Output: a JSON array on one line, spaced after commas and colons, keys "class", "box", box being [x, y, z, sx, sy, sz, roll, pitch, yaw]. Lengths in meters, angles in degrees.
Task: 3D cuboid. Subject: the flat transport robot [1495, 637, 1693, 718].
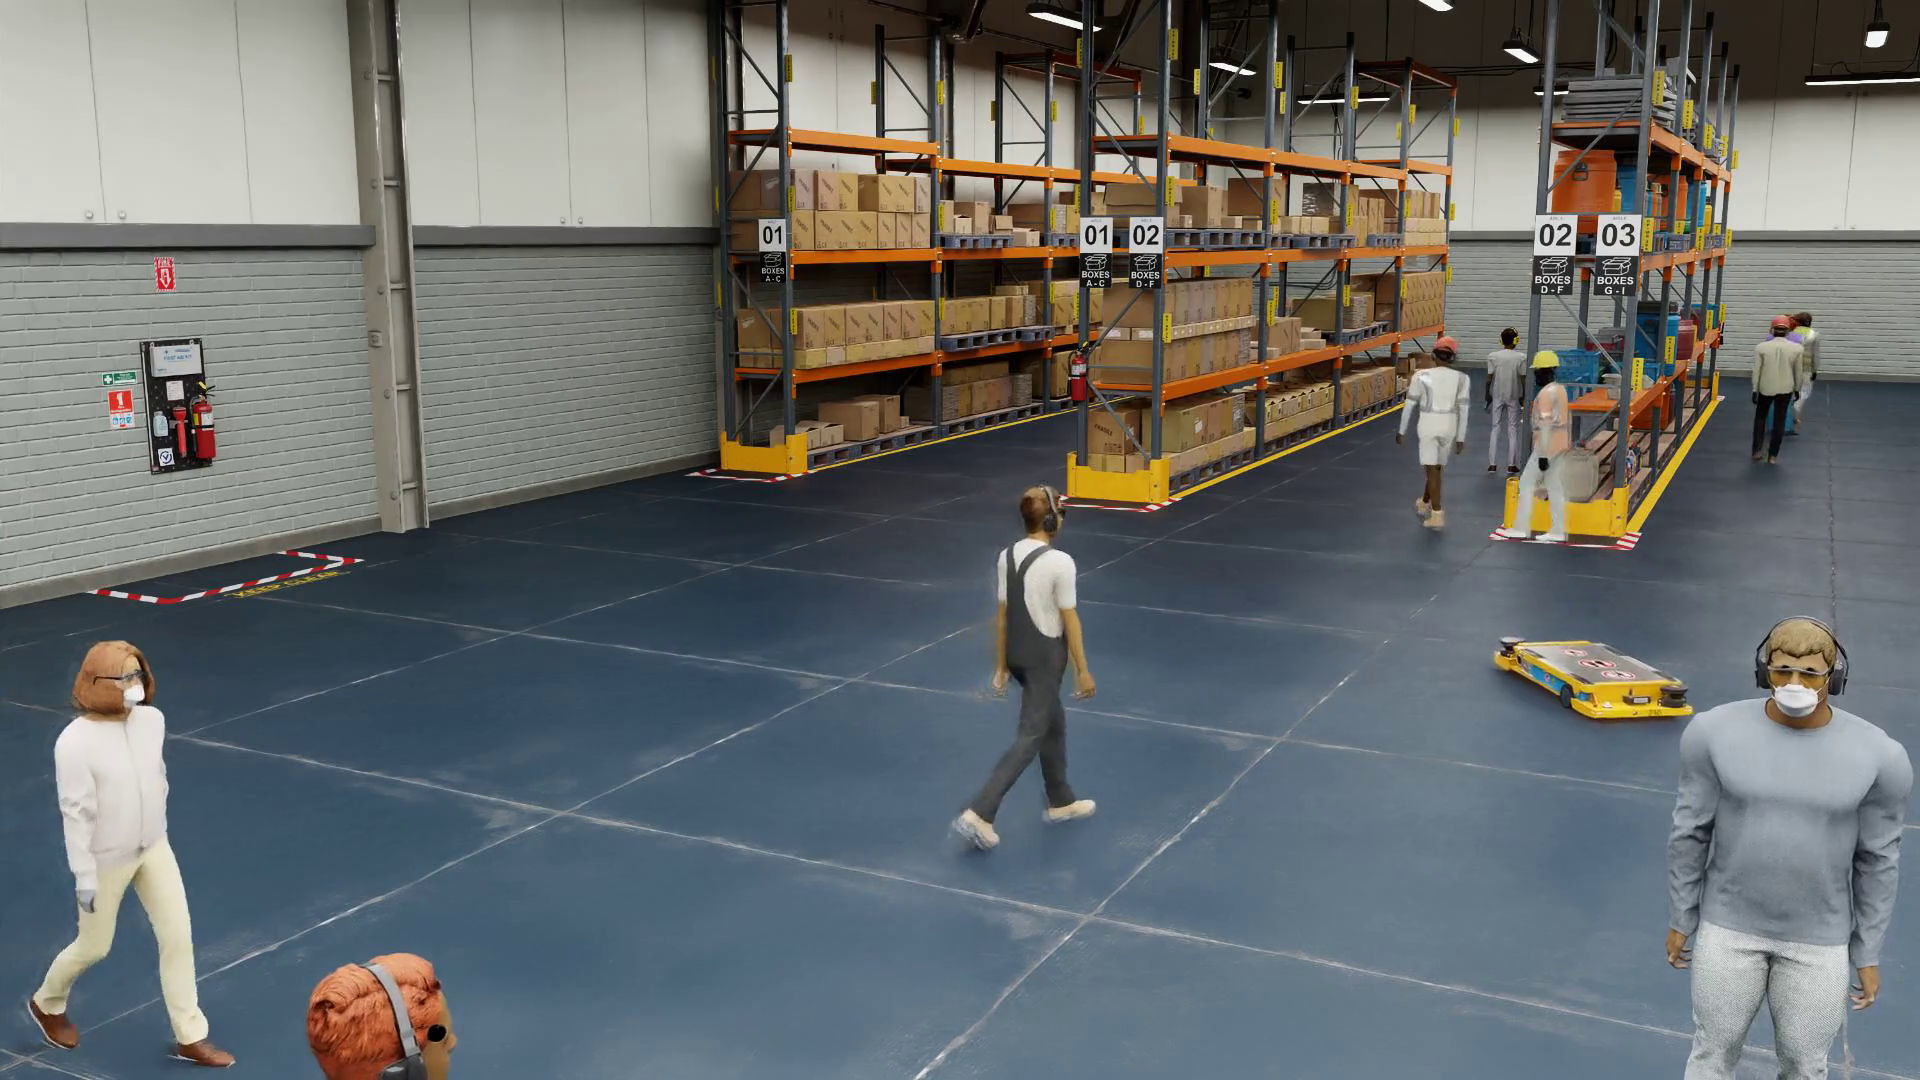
[{"class": "flat transport robot", "box": [4.176, 0.894, 11.045, 0.652, 0.197, 1.431, -1, 10, -7]}]

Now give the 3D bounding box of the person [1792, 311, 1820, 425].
[{"class": "person", "box": [13.354, -2.723, 26.520, 0.521, 1.826, 0.640, -8, 13, -39]}]

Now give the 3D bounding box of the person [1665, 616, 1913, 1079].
[{"class": "person", "box": [2.435, 1.173, 4.970, 0.631, 1.940, 0.372, 5, 12, 26]}]

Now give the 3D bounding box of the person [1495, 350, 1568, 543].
[{"class": "person", "box": [5.713, -0.928, 16.524, 0.772, 1.898, 0.602, 8, 13, 37]}]

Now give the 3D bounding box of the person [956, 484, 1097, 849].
[{"class": "person", "box": [0.339, 0.625, 8.334, 0.906, 1.813, 0.517, -7, 12, -33]}]

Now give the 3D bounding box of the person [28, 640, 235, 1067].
[{"class": "person", "box": [-3.095, 1.139, 6.068, 0.801, 1.605, 0.503, 4, 11, 20]}]

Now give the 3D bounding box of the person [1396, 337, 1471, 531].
[{"class": "person", "box": [4.955, -1.132, 17.425, 0.640, 1.965, 1.064, -1, 10, -6]}]

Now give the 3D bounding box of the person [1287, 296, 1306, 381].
[{"class": "person", "box": [6.174, -3.476, 30.365, 0.549, 1.923, 0.683, 6, 12, 28]}]

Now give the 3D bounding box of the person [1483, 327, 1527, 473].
[{"class": "person", "box": [6.987, -1.786, 21.303, 0.538, 1.866, 0.313, 4, 11, 22]}]

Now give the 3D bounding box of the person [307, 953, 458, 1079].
[{"class": "person", "box": [-0.935, 1.598, 2.806, 0.575, 1.883, 0.355, 7, 13, 34]}]

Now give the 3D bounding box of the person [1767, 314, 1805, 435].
[{"class": "person", "box": [12.560, -2.517, 25.345, 0.389, 1.846, 0.567, -9, 14, -40]}]

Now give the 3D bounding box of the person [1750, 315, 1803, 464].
[{"class": "person", "box": [10.953, -2.026, 22.334, 0.626, 1.972, 0.736, 4, 11, 23]}]
